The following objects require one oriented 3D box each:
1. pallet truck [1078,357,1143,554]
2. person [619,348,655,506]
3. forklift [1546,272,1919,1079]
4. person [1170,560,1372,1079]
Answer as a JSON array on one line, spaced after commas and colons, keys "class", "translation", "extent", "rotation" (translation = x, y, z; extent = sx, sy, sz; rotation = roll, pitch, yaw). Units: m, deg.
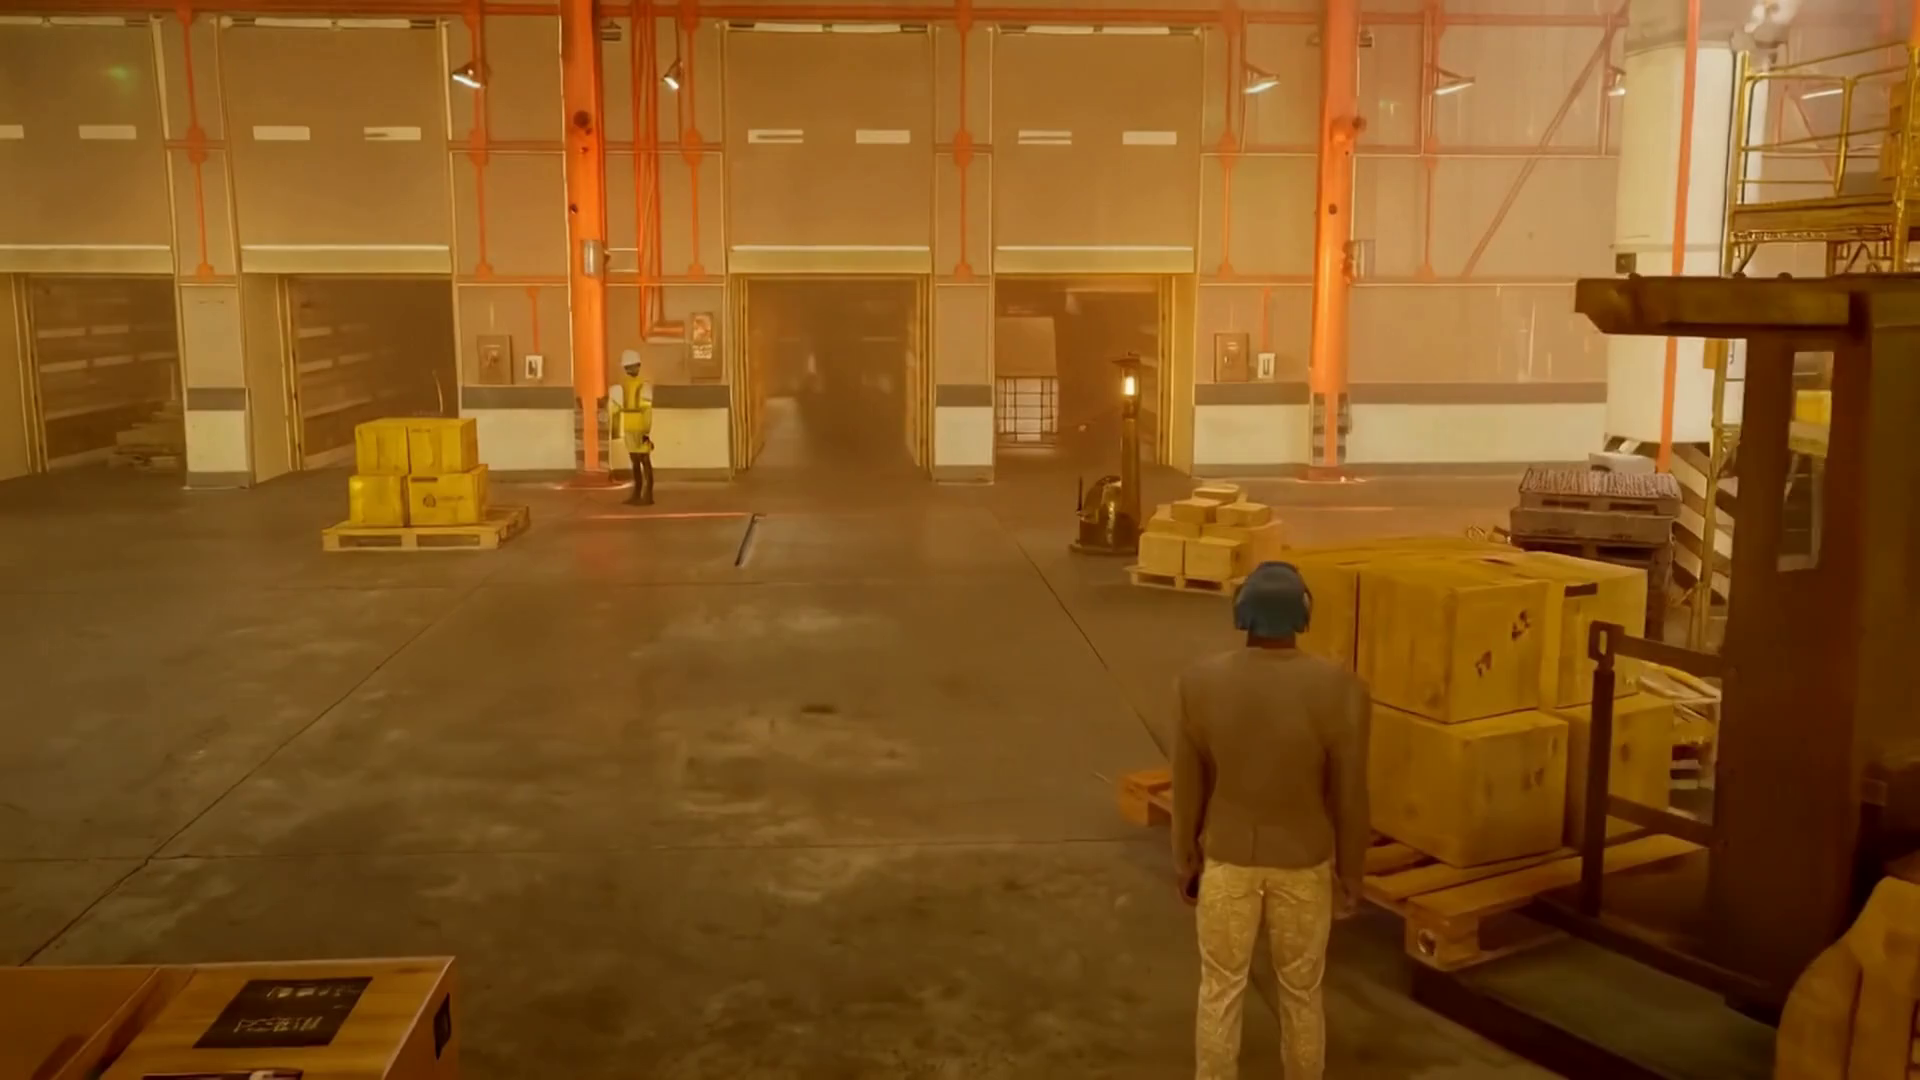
[{"class": "pallet truck", "translation": [2.088, -0.836, 16.757], "extent": [1.885, 1.965, 0.823], "rotation": [2, 9, 13]}, {"class": "person", "translation": [-3.978, -1.379, 20.391], "extent": [0.389, 1.930, 0.544], "rotation": [-8, 12, -42]}, {"class": "forklift", "translation": [3.011, 0.580, 5.102], "extent": [1.129, 2.768, 1.873], "rotation": [-5, 10, -30]}, {"class": "person", "translation": [0.973, 1.025, 5.287], "extent": [0.628, 1.931, 0.358], "rotation": [2, 9, 9]}]
